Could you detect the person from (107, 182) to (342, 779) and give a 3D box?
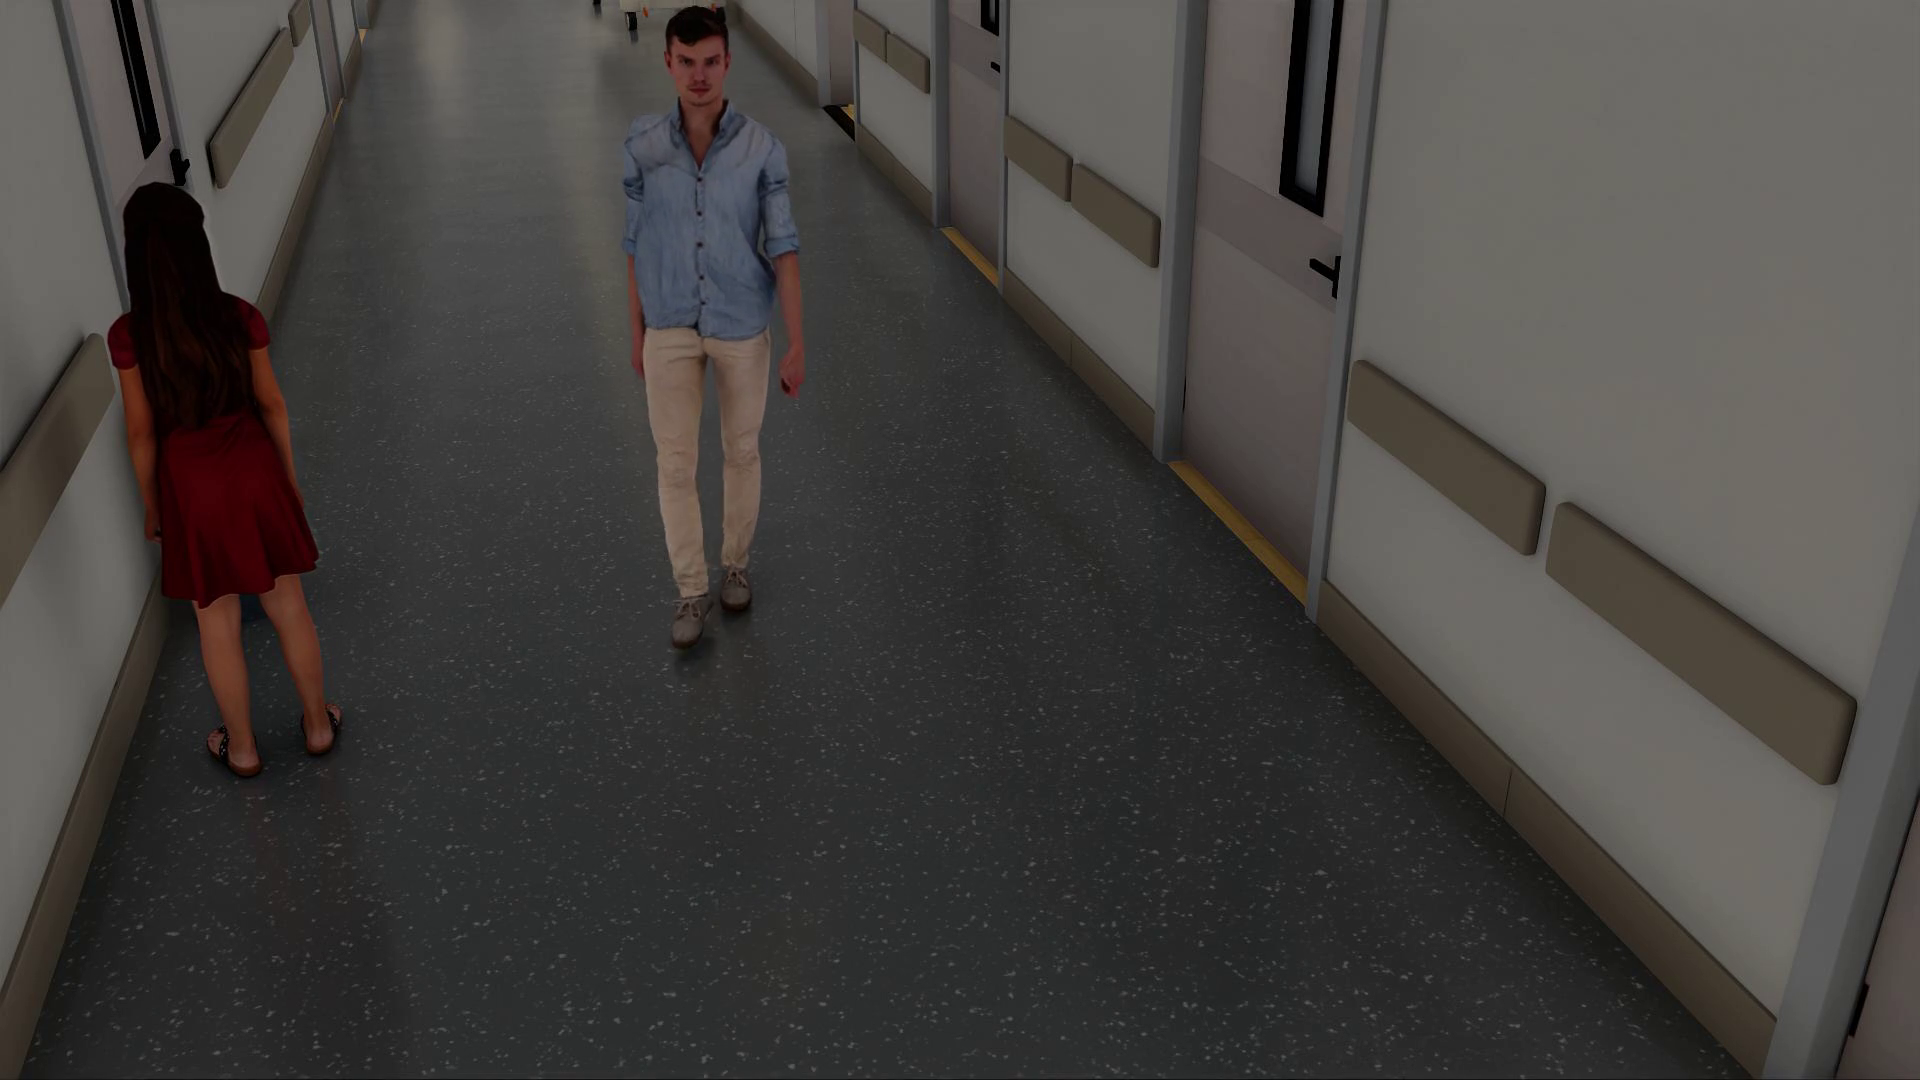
[{"bbox_3d":[-1.877,-0.132,4.216,0.624,1.552,0.687,-16,30,-29],"label":"person"}]

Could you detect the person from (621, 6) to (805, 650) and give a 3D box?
[{"bbox_3d":[-0.738,-0.652,4.983,0.786,1.831,0.814,-2,26,-4],"label":"person"}]
